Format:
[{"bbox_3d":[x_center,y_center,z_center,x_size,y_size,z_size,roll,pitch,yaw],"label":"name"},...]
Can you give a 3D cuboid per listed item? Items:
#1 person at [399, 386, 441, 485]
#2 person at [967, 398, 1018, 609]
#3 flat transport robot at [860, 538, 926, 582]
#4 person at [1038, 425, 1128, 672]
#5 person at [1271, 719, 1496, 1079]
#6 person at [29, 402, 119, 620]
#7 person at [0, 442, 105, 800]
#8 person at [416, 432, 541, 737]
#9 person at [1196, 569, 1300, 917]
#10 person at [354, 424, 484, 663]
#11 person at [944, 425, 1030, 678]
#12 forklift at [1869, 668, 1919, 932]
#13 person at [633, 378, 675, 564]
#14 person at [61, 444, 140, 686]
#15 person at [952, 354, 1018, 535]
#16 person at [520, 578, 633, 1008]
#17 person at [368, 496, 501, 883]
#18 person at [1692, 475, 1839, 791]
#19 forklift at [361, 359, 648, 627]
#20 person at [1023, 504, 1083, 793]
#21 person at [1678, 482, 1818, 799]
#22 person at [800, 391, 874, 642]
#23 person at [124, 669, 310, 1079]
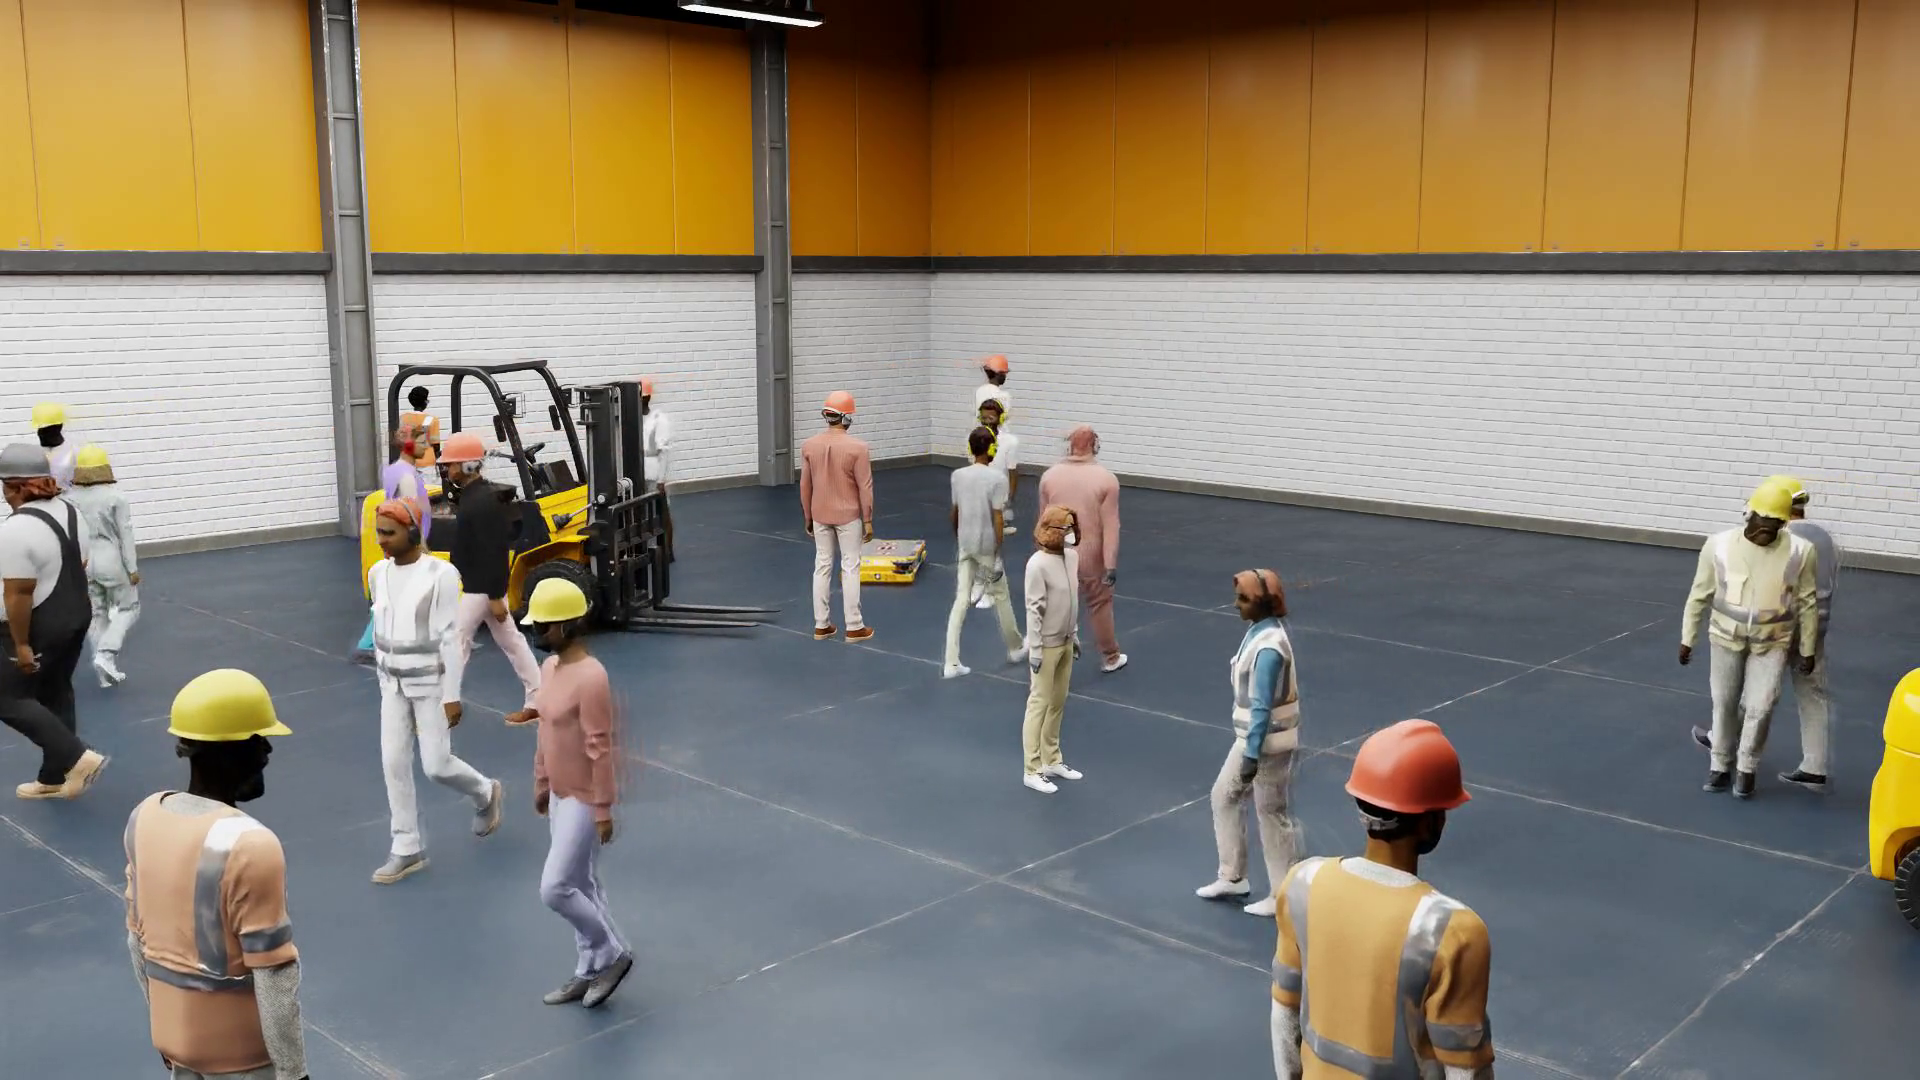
[{"bbox_3d":[-5.836,-0.819,18.009,0.525,1.689,0.320,3,10,15],"label":"person"},{"bbox_3d":[0.240,-0.311,14.402,0.544,1.845,0.424,4,10,25],"label":"person"},{"bbox_3d":[-0.719,0.185,16.188,0.652,0.197,1.431,1,9,4],"label":"flat transport robot"},{"bbox_3d":[0.860,0.101,11.908,0.653,1.851,1.013,5,11,29],"label":"person"},{"bbox_3d":[0.993,1.363,3.874,0.369,1.935,0.552,-8,12,-42],"label":"person"},{"bbox_3d":[-7.201,-0.188,13.495,0.618,1.902,0.616,4,10,25],"label":"person"},{"bbox_3d":[-5.039,0.456,9.115,0.625,2.000,0.690,1,9,6],"label":"person"},{"bbox_3d":[-3.102,0.279,10.547,1.057,1.933,0.618,-3,10,-16],"label":"person"},{"bbox_3d":[1.292,0.921,7.537,0.603,1.613,0.528,1,9,6],"label":"person"},{"bbox_3d":[-4.140,0.019,12.540,0.940,1.801,0.582,-3,10,-19],"label":"person"},{"bbox_3d":[0.177,0.072,12.199,0.535,1.813,0.991,6,11,32],"label":"person"},{"bbox_3d":[5.205,0.723,7.013,2.313,2.155,1.214,9,13,43],"label":"forklift"},{"bbox_3d":[-3.108,-0.639,16.297,0.565,1.882,0.977,4,10,23],"label":"person"},{"bbox_3d":[-6.030,0.193,11.652,0.501,1.730,0.459,0,9,0],"label":"person"},{"bbox_3d":[0.298,-1.034,18.342,0.665,2.025,0.608,-6,11,-34],"label":"person"},{"bbox_3d":[-1.552,1.014,6.570,0.371,1.751,0.551,-6,11,-33],"label":"person"},{"bbox_3d":[-2.608,0.699,8.157,0.582,1.867,0.696,4,10,25],"label":"person"},{"bbox_3d":[4.723,0.513,9.643,0.655,1.754,0.930,-3,10,-19],"label":"person"},{"bbox_3d":[-3.850,-0.407,13.936,2.313,2.155,1.214,2,9,11],"label":"forklift"},{"bbox_3d":[0.536,0.602,9.465,0.265,1.631,0.507,6,11,32],"label":"person"},{"bbox_3d":[4.366,0.559,9.231,0.692,1.793,0.490,5,11,29],"label":"person"},{"bbox_3d":[-0.957,-0.187,13.195,0.622,1.992,0.393,4,10,24],"label":"person"},{"bbox_3d":[-1.913,1.286,4.384,0.593,1.922,0.380,6,11,32],"label":"person"}]
